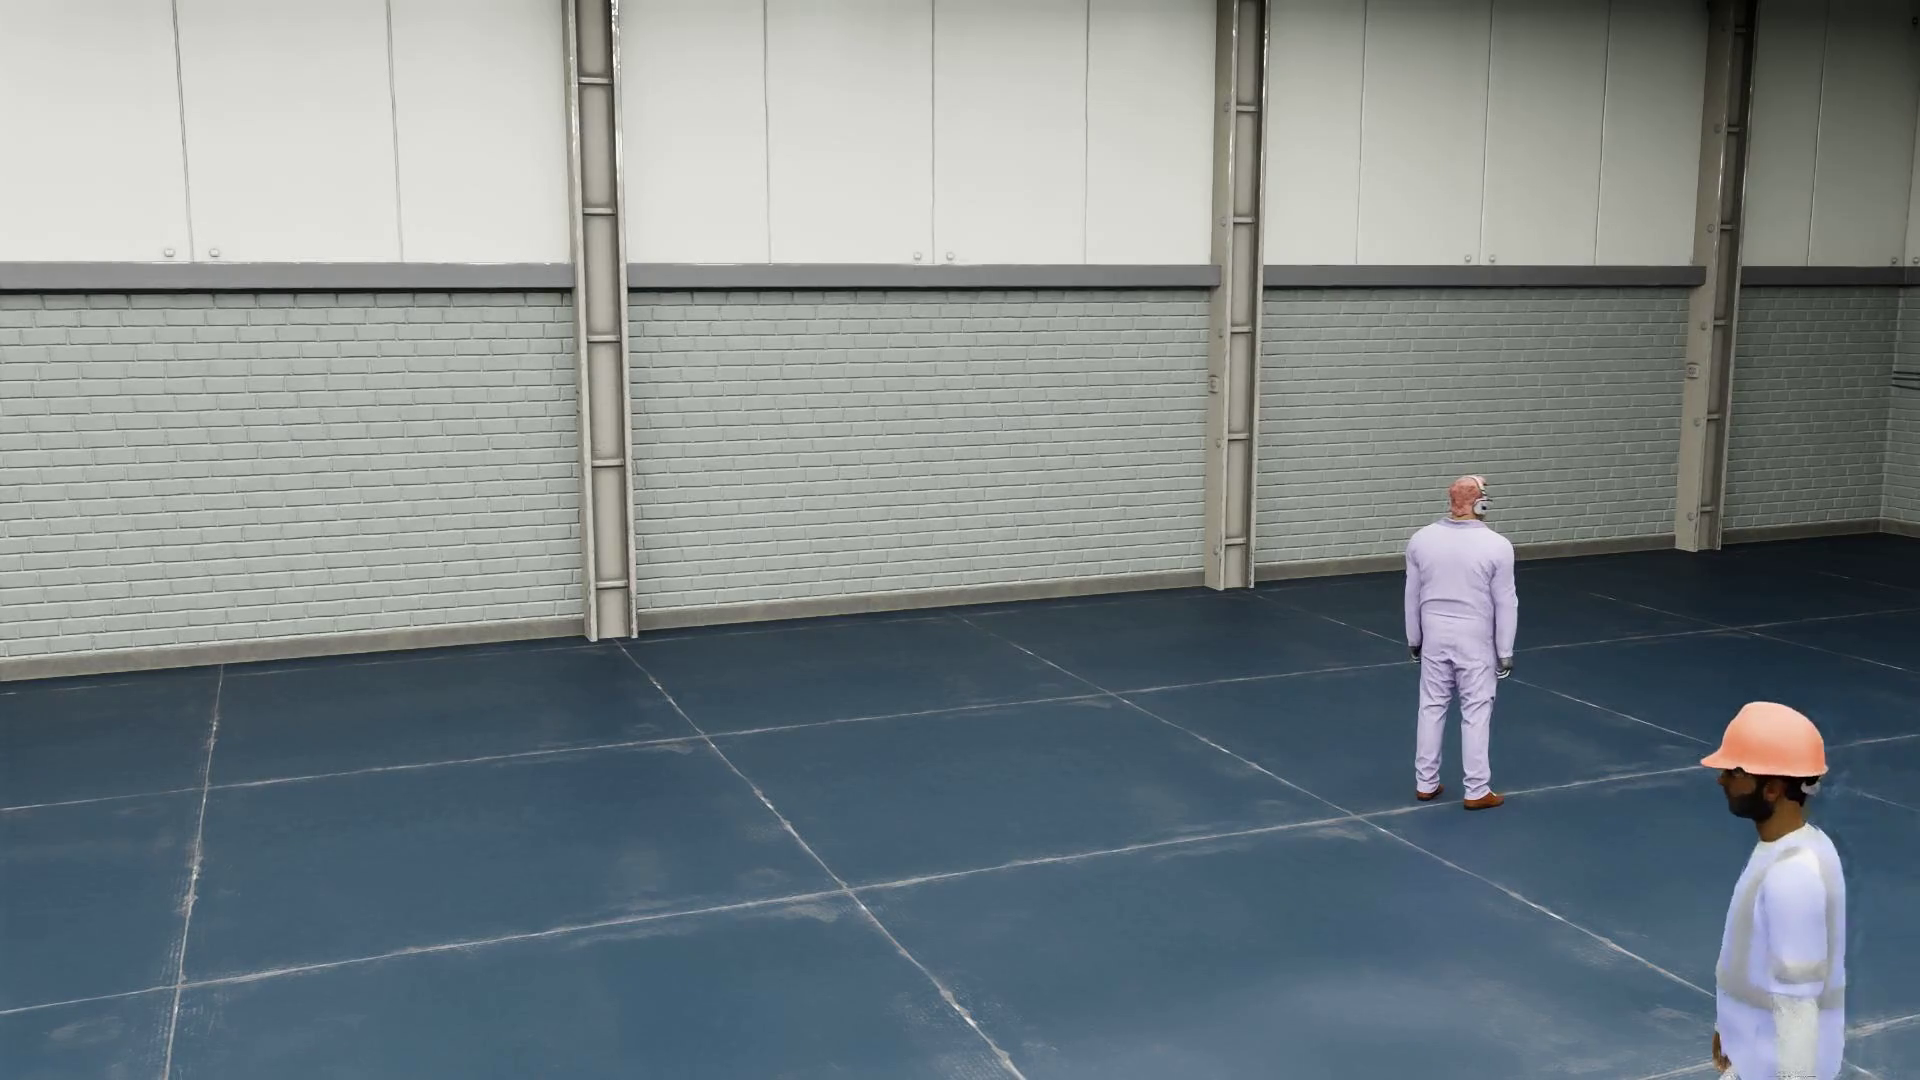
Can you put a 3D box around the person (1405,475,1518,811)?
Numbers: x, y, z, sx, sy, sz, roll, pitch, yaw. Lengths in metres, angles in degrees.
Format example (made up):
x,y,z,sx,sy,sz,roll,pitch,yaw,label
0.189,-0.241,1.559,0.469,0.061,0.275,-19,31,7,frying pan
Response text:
x,y,z,sx,sy,sz,roll,pitch,yaw,label
2.871,0.579,9.507,0.650,1.904,0.401,8,12,41,person

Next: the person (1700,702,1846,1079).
x,y,z,sx,sy,sz,roll,pitch,yaw,label
2.103,1.370,4.573,0.975,1.887,0.565,5,10,29,person
